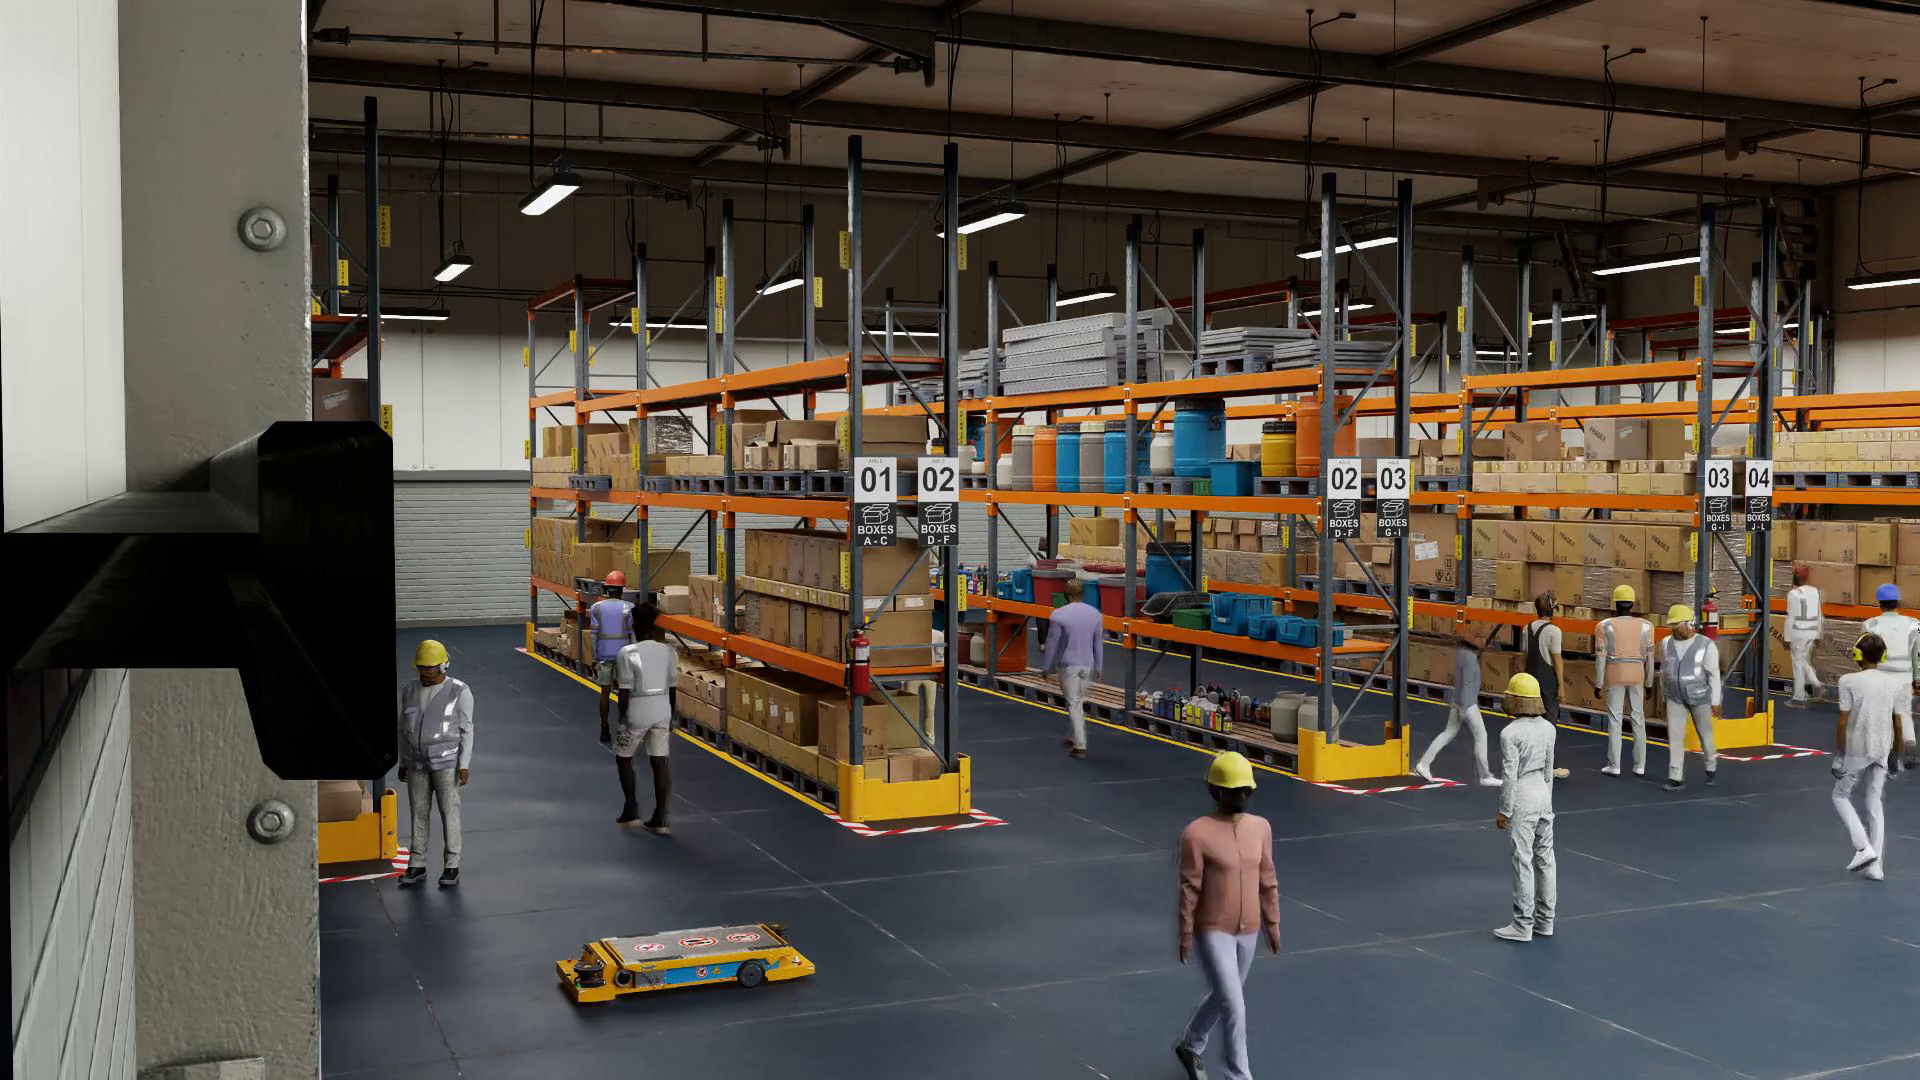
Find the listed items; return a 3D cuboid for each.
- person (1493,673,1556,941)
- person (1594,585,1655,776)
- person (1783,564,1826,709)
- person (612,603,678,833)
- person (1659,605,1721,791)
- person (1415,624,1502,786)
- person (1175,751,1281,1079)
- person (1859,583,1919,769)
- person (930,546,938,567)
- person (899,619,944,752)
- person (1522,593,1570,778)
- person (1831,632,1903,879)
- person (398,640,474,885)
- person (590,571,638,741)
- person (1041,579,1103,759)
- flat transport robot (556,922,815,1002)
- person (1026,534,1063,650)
[{"bbox_3d":[3.714,1.746,11.802,0.484,1.745,0.307,-1,3,-33],"label":"person"},{"bbox_3d":[6.694,1.415,18.087,0.589,1.927,0.388,0,2,3],"label":"person"},{"bbox_3d":[10.904,1.246,23.189,0.603,1.872,0.451,-1,3,-29],"label":"person"},{"bbox_3d":[-2.722,1.508,15.308,0.642,1.943,0.667,-2,3,-42],"label":"person"},{"bbox_3d":[7.107,1.518,17.422,0.631,1.784,0.913,2,3,43],"label":"person"},{"bbox_3d":[4.878,1.602,17.521,0.843,1.594,0.527,0,2,2],"label":"person"},{"bbox_3d":[1.274,1.871,8.724,0.530,1.732,0.873,-1,3,-30],"label":"person"},{"bbox_3d":[9.520,1.405,18.301,0.621,1.931,0.723,0,2,9],"label":"person"},{"bbox_3d":[-0.463,0.679,38.504,0.404,1.835,0.587,0,2,3],"label":"person"},{"bbox_3d":[-0.418,1.512,19.336,0.497,1.634,0.279,0,2,-6],"label":"person"},{"bbox_3d":[5.890,1.457,18.048,0.346,1.847,0.505,-1,2,-27],"label":"person"},{"bbox_3d":[6.851,1.624,13.577,0.561,1.851,0.397,0,2,-3],"label":"person"},{"bbox_3d":[-3.929,1.649,13.351,0.589,1.822,0.403,0,2,10],"label":"person"},{"bbox_3d":[-3.942,1.319,20.474,0.551,1.935,0.375,0,2,0],"label":"person"},{"bbox_3d":[1.170,1.376,19.431,0.634,1.909,0.867,-1,3,-31],"label":"person"},{"bbox_3d":[-1.658,2.531,10.816,1.431,0.197,0.652,-1,2,-23],"label":"flat transport robot"},{"bbox_3d":[1.441,0.886,31.004,0.686,2.000,0.990,0,2,-10],"label":"person"}]
